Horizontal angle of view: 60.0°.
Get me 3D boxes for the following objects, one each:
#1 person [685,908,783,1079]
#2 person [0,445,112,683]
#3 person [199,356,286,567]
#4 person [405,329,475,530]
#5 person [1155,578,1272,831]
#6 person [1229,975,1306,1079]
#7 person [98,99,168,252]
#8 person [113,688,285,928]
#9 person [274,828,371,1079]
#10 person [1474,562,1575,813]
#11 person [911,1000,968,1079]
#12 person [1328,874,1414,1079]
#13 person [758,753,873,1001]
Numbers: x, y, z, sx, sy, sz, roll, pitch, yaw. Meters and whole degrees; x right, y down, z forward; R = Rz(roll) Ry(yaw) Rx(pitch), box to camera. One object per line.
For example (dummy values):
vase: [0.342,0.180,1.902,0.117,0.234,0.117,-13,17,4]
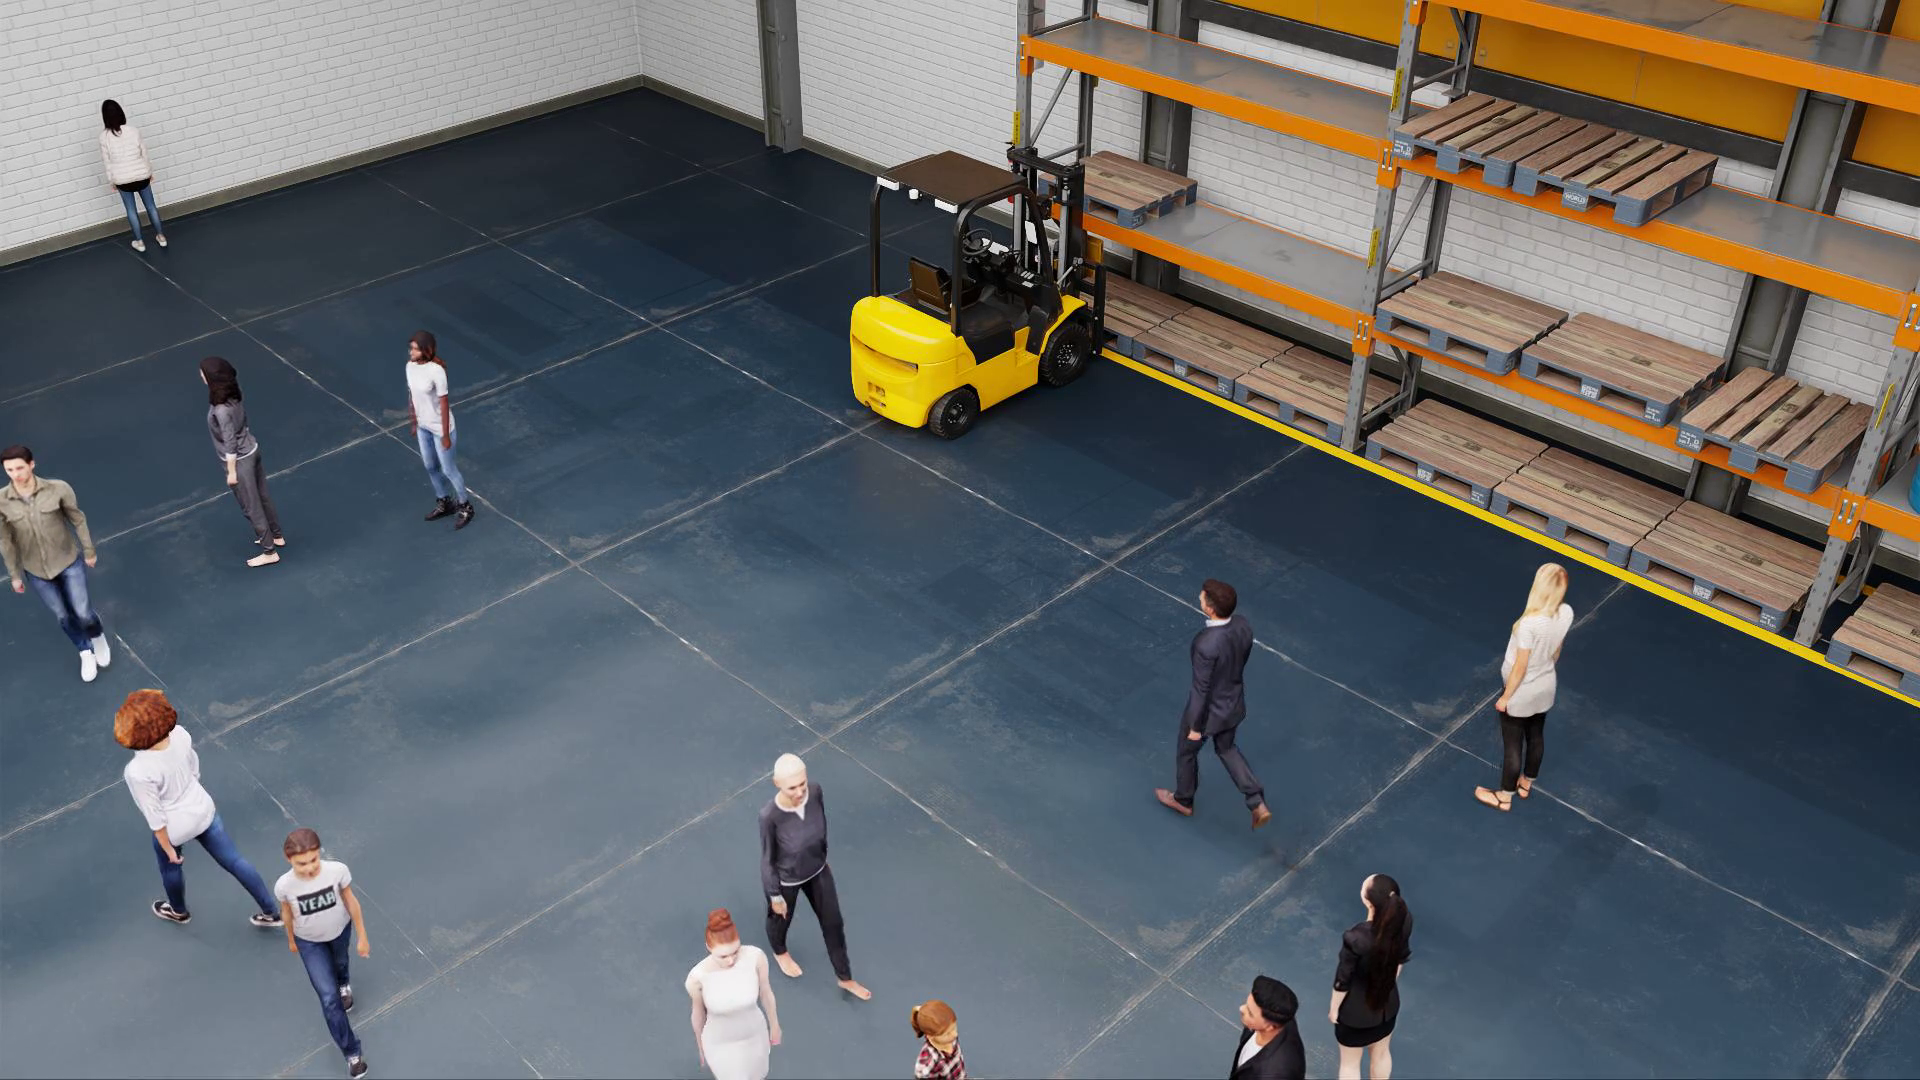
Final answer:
person: [-1.147,2.408,8.249,0.815,1.777,1.015,-14,36,-20]
person: [-6.322,0.121,11.623,0.826,1.852,0.839,-10,35,-15]
person: [-5.534,-0.619,12.815,0.733,1.764,0.656,-2,34,-4]
person: [-4.185,-0.884,13.253,0.536,1.721,0.699,27,42,34]
person: [1.625,1.064,10.215,0.682,1.840,1.056,-26,42,-33]
person: [1.431,2.703,7.780,0.801,1.806,0.790,7,34,10]
person: [-8.936,-3.933,17.919,0.644,1.634,0.597,-22,39,-29]
person: [-4.376,1.614,9.535,1.195,1.677,0.904,14,36,21]
person: [-3.446,2.081,8.983,0.741,1.509,1.138,-17,37,-24]
person: [3.579,0.931,10.429,0.653,1.825,0.600,-20,38,-27]
person: [-0.111,2.739,8.177,0.624,1.305,0.603,13,36,19]
person: [2.074,2.353,8.409,0.661,1.693,0.654,-15,36,-21]
person: [-0.963,1.787,9.253,0.687,1.700,0.934,-25,41,-33]
